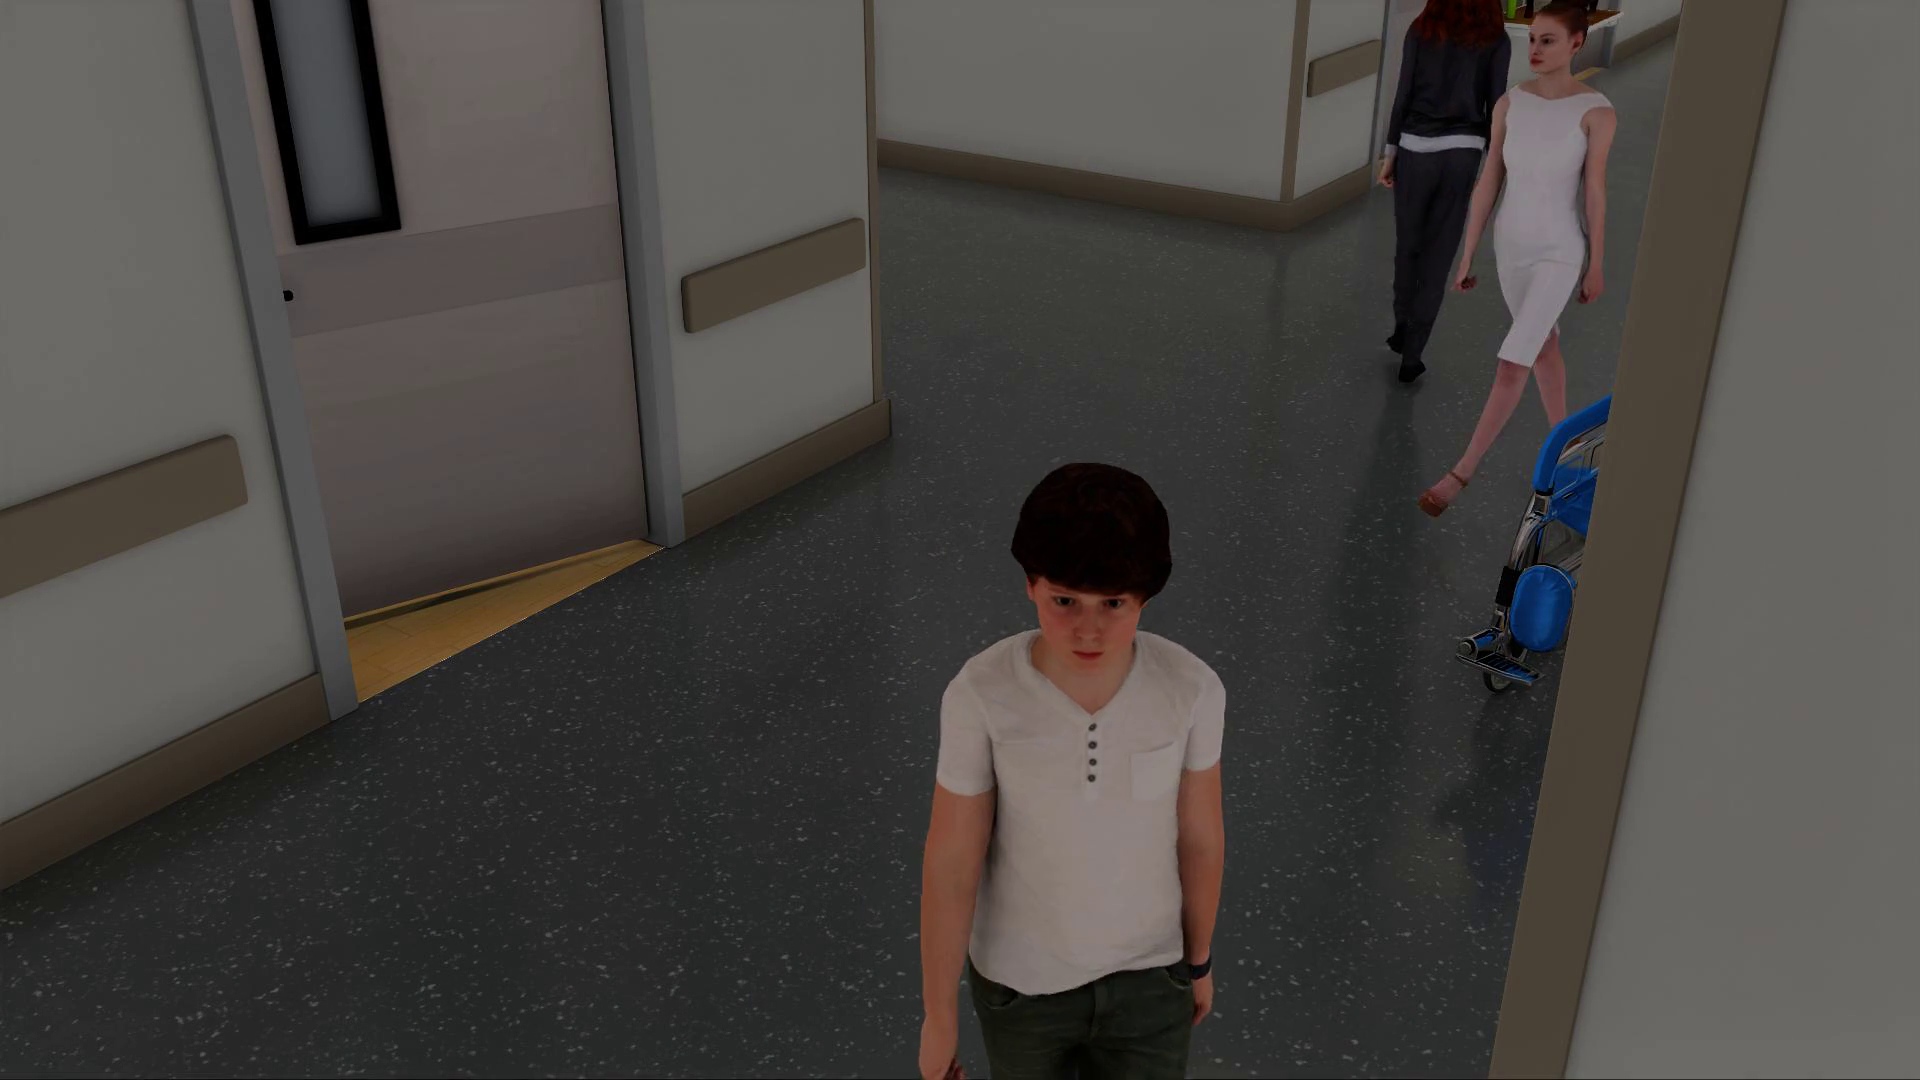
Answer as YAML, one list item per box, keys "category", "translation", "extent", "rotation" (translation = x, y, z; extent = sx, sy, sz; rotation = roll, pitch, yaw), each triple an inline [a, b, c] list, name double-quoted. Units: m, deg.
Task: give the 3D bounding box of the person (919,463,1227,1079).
- category: "person"
  translation: [0.172, 0.615, 2.548]
  extent: [0.957, 1.617, 1.121]
  rotation: [0, 26, 1]

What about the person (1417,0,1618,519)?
- category: "person"
  translation: [1.996, -0.914, 5.574]
  extent: [1.146, 1.741, 0.798]
  rotation: [-19, 32, -34]

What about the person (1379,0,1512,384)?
- category: "person"
  translation: [1.918, -1.470, 6.710]
  extent: [0.677, 1.756, 0.771]
  rotation: [11, 28, 21]
